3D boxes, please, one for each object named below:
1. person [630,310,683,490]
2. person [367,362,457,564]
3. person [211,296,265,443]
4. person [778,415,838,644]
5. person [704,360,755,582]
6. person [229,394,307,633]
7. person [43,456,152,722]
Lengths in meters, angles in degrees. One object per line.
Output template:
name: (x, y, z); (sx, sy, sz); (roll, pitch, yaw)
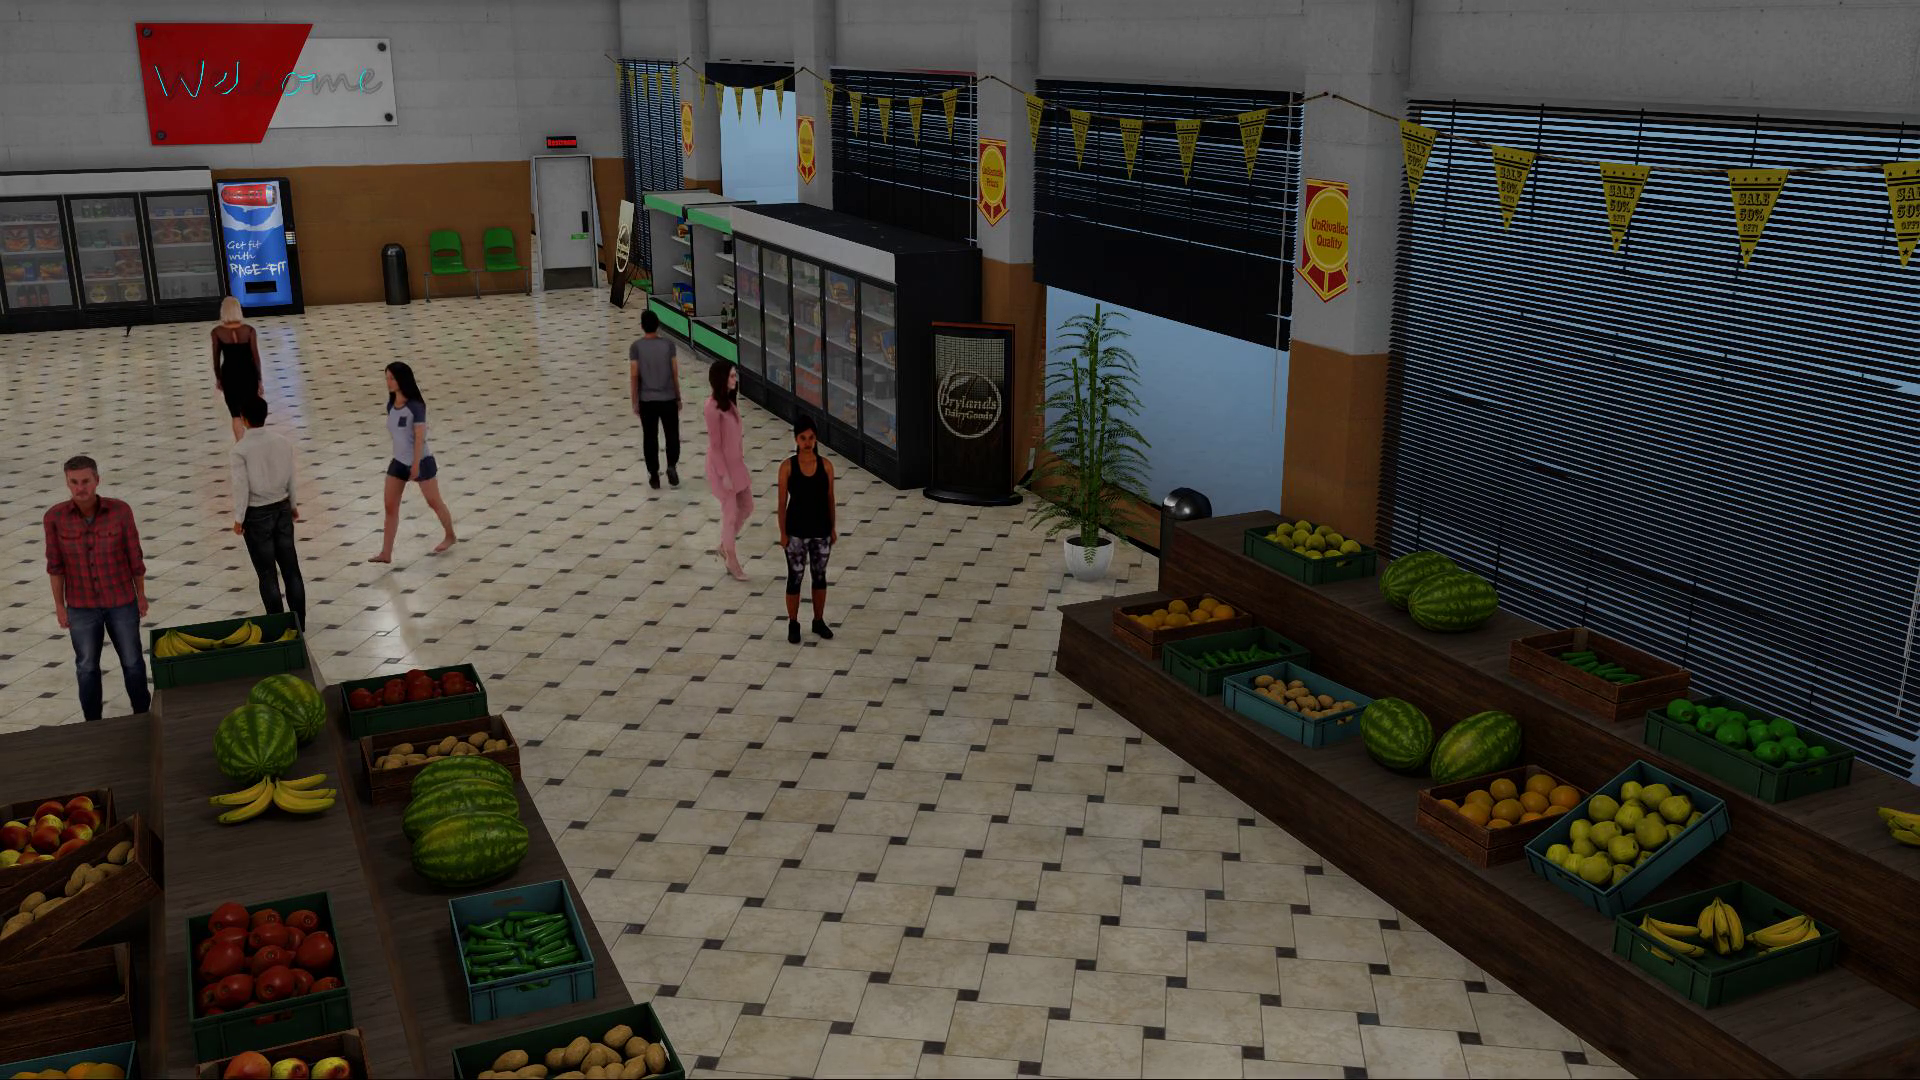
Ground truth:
person: (-2.915, -1.330, 16.050); (0.724, 1.742, 0.803); (-4, 17, -12)
person: (-4.517, -0.642, 13.926); (1.120, 1.658, 1.092); (9, 19, 28)
person: (-7.351, -1.573, 16.939); (0.692, 1.690, 1.080); (-6, 18, -18)
person: (-1.106, -0.086, 12.086); (0.590, 1.665, 0.512); (-7, 18, -21)
person: (-1.936, -0.558, 13.416); (0.817, 1.795, 0.756); (6, 18, 19)
person: (-5.034, -0.169, 12.106); (0.738, 1.812, 0.745); (12, 20, 34)
person: (-5.339, 0.358, 10.340); (0.688, 1.829, 0.527); (-7, 18, -23)
